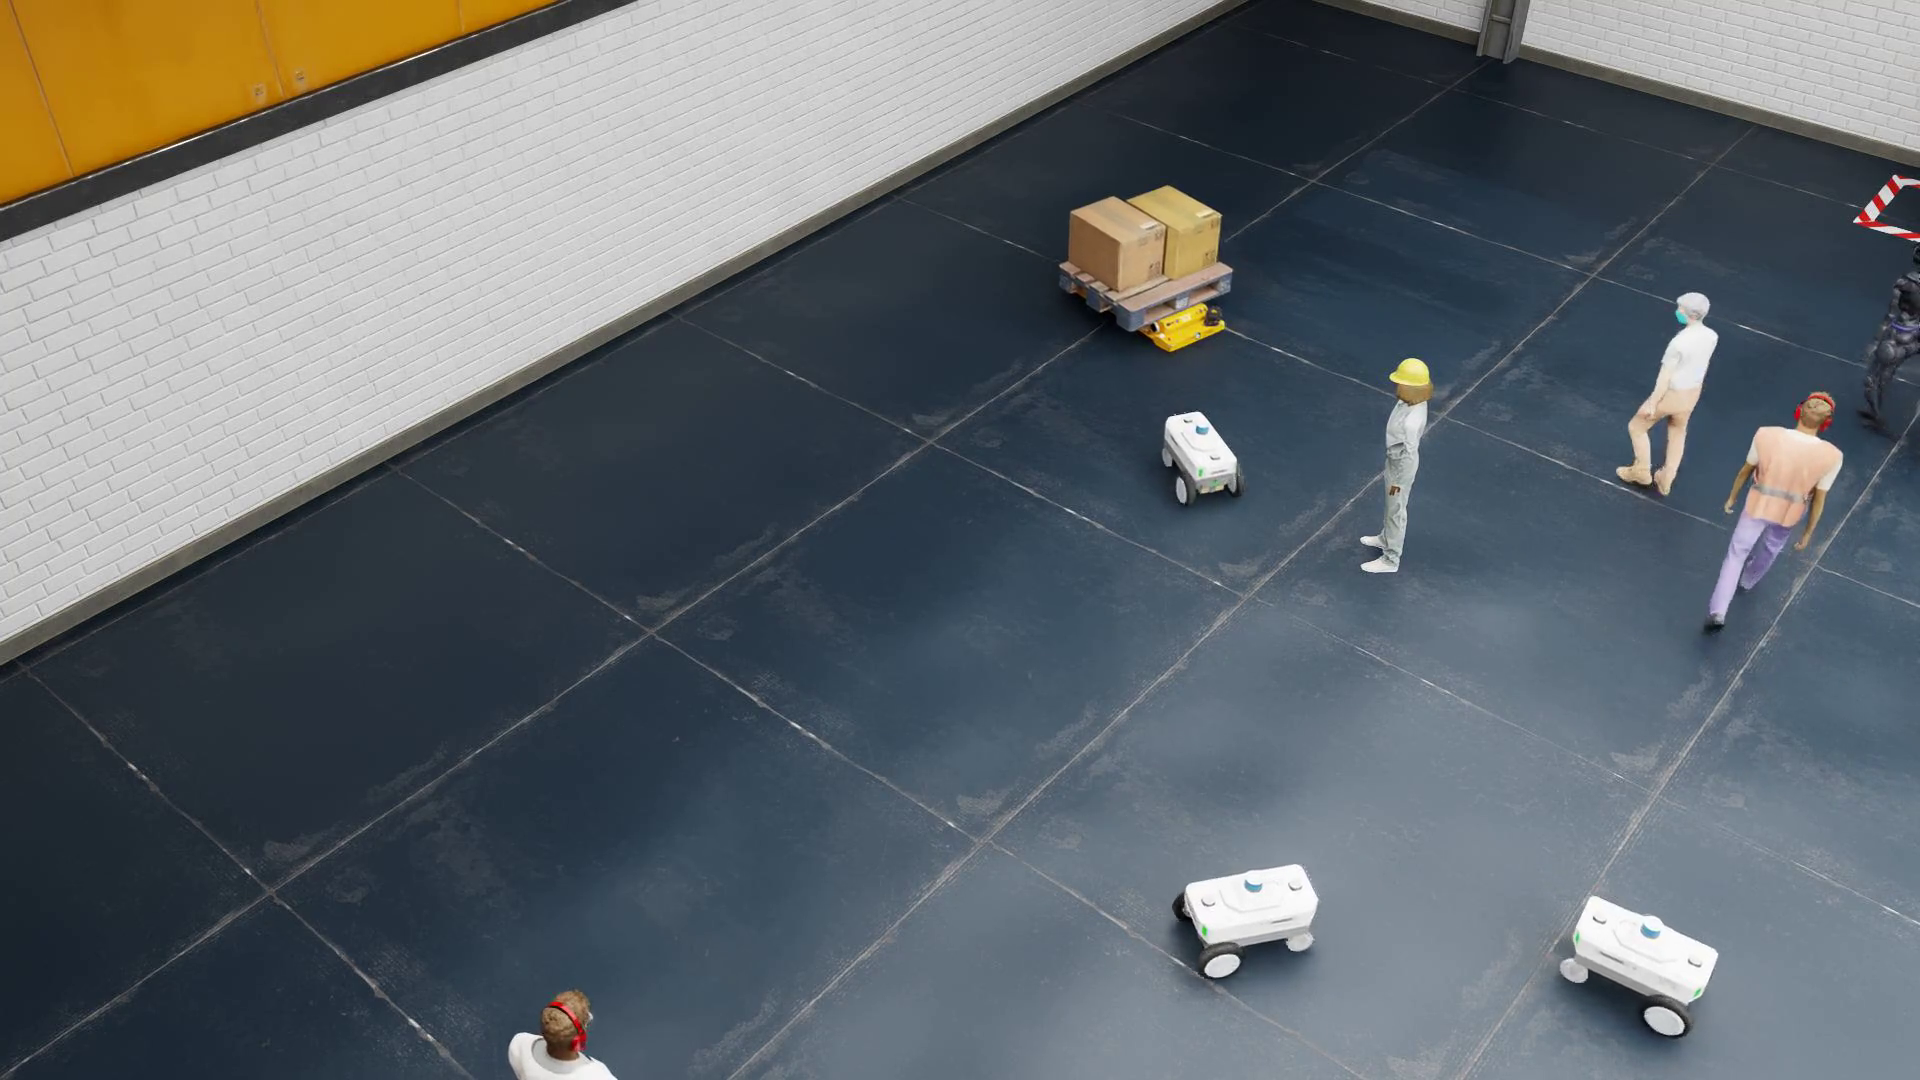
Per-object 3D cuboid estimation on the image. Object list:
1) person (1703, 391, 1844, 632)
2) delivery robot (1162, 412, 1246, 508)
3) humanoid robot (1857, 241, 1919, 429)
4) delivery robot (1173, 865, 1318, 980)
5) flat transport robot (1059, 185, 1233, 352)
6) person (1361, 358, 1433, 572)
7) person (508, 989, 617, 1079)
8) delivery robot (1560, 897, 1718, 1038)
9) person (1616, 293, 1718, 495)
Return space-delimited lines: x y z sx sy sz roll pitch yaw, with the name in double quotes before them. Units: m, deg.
"person" 5.525 -0.192 11.304 0.574 1.807 0.926 18 42 21
"delivery robot" 1.856 -0.656 12.862 0.499 0.582 0.773 -11 40 -13
"humanoid robot" 7.464 -1.594 13.144 0.611 1.651 0.372 -17 42 -20
"delivery robot" 1.632 2.108 9.438 0.793 0.590 0.499 -8 40 -10
"flat transport robot" 1.657 -2.164 14.972 0.659 0.231 1.431 -25 45 -27
"person" 3.084 -0.532 11.771 0.314 1.741 0.492 7 39 9
"person" -1.746 2.736 7.645 0.567 1.834 0.401 18 42 21
"delivery robot" 3.780 2.325 9.188 0.804 0.614 0.499 23 44 26
"person" 5.340 -1.109 12.501 0.600 1.720 0.470 -16 42 -19
